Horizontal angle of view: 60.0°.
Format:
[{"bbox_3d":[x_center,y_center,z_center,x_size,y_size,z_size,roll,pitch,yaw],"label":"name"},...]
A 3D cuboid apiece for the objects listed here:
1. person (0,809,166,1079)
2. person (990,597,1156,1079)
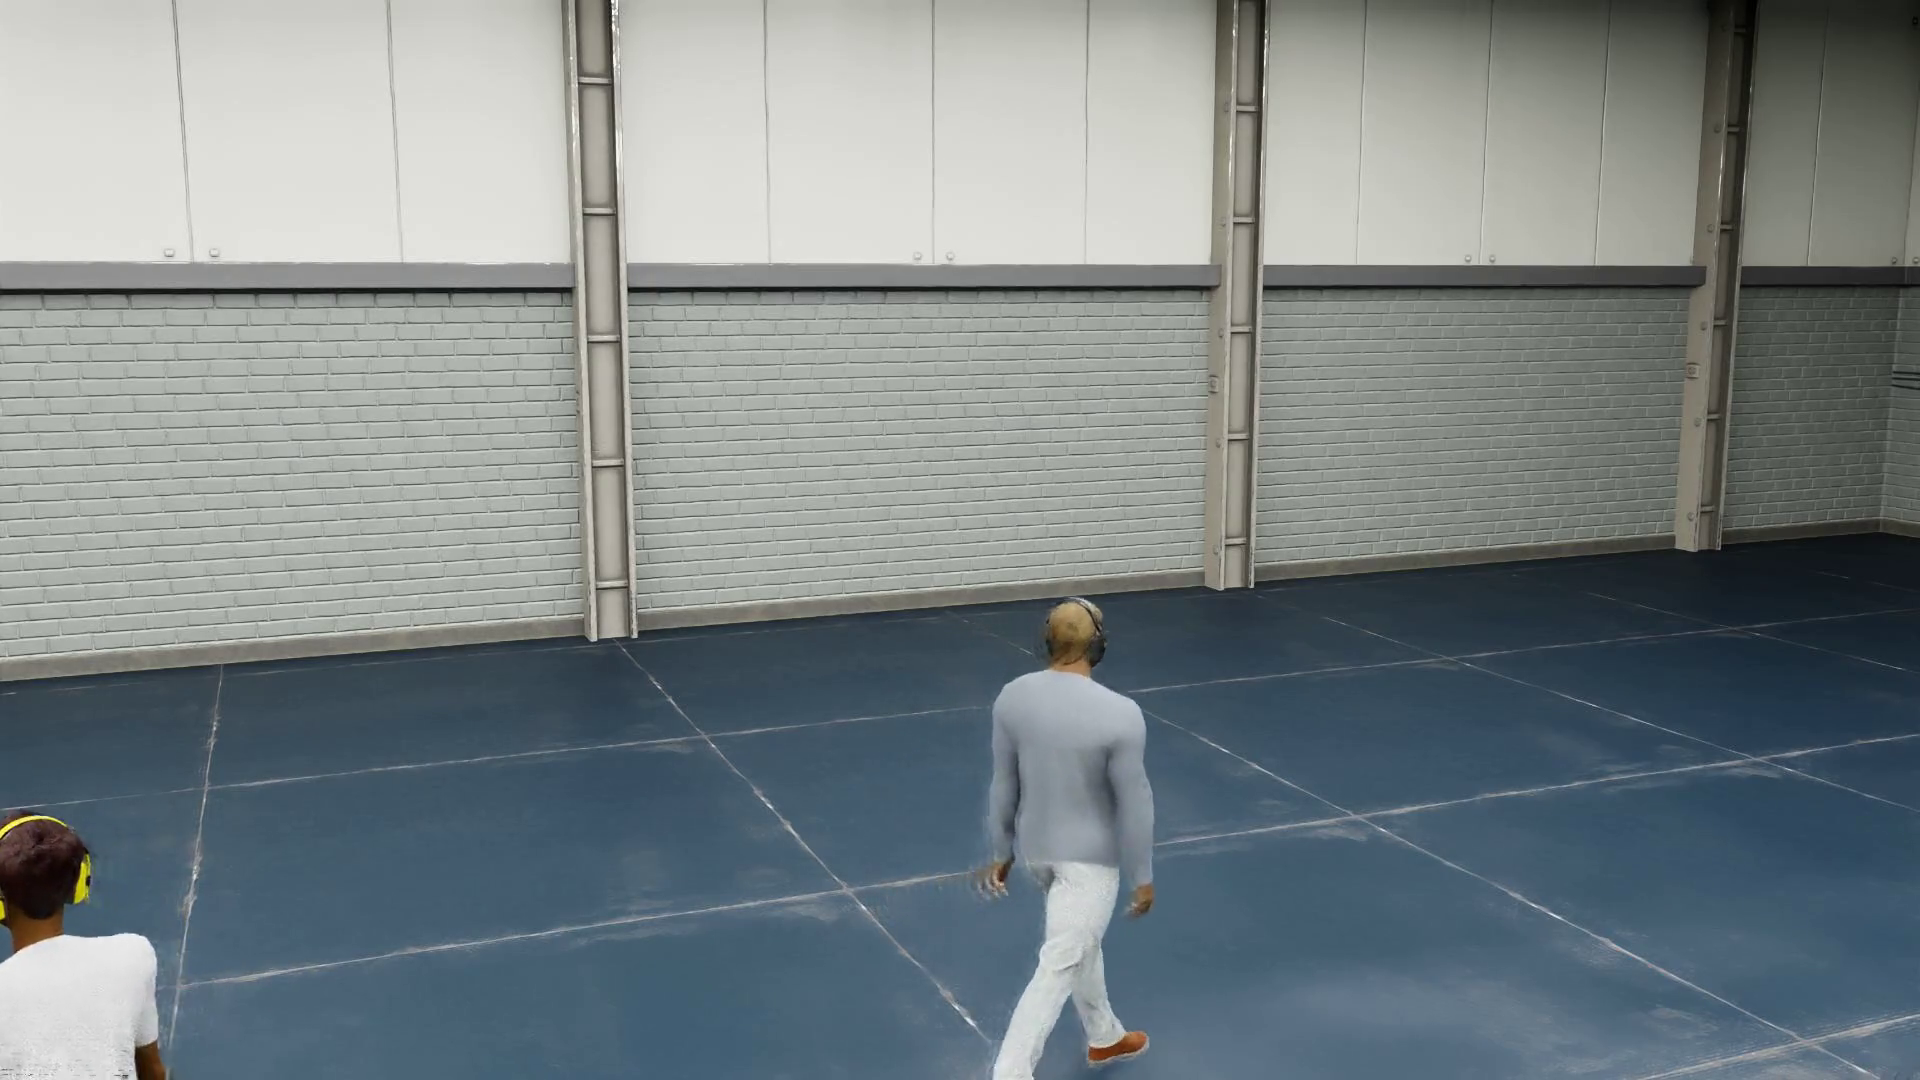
[{"bbox_3d":[-2.099,1.515,3.836,0.833,1.835,0.546,6,11,35],"label":"person"},{"bbox_3d":[0.377,1.147,6.023,0.640,1.900,1.035,9,13,44],"label":"person"}]
